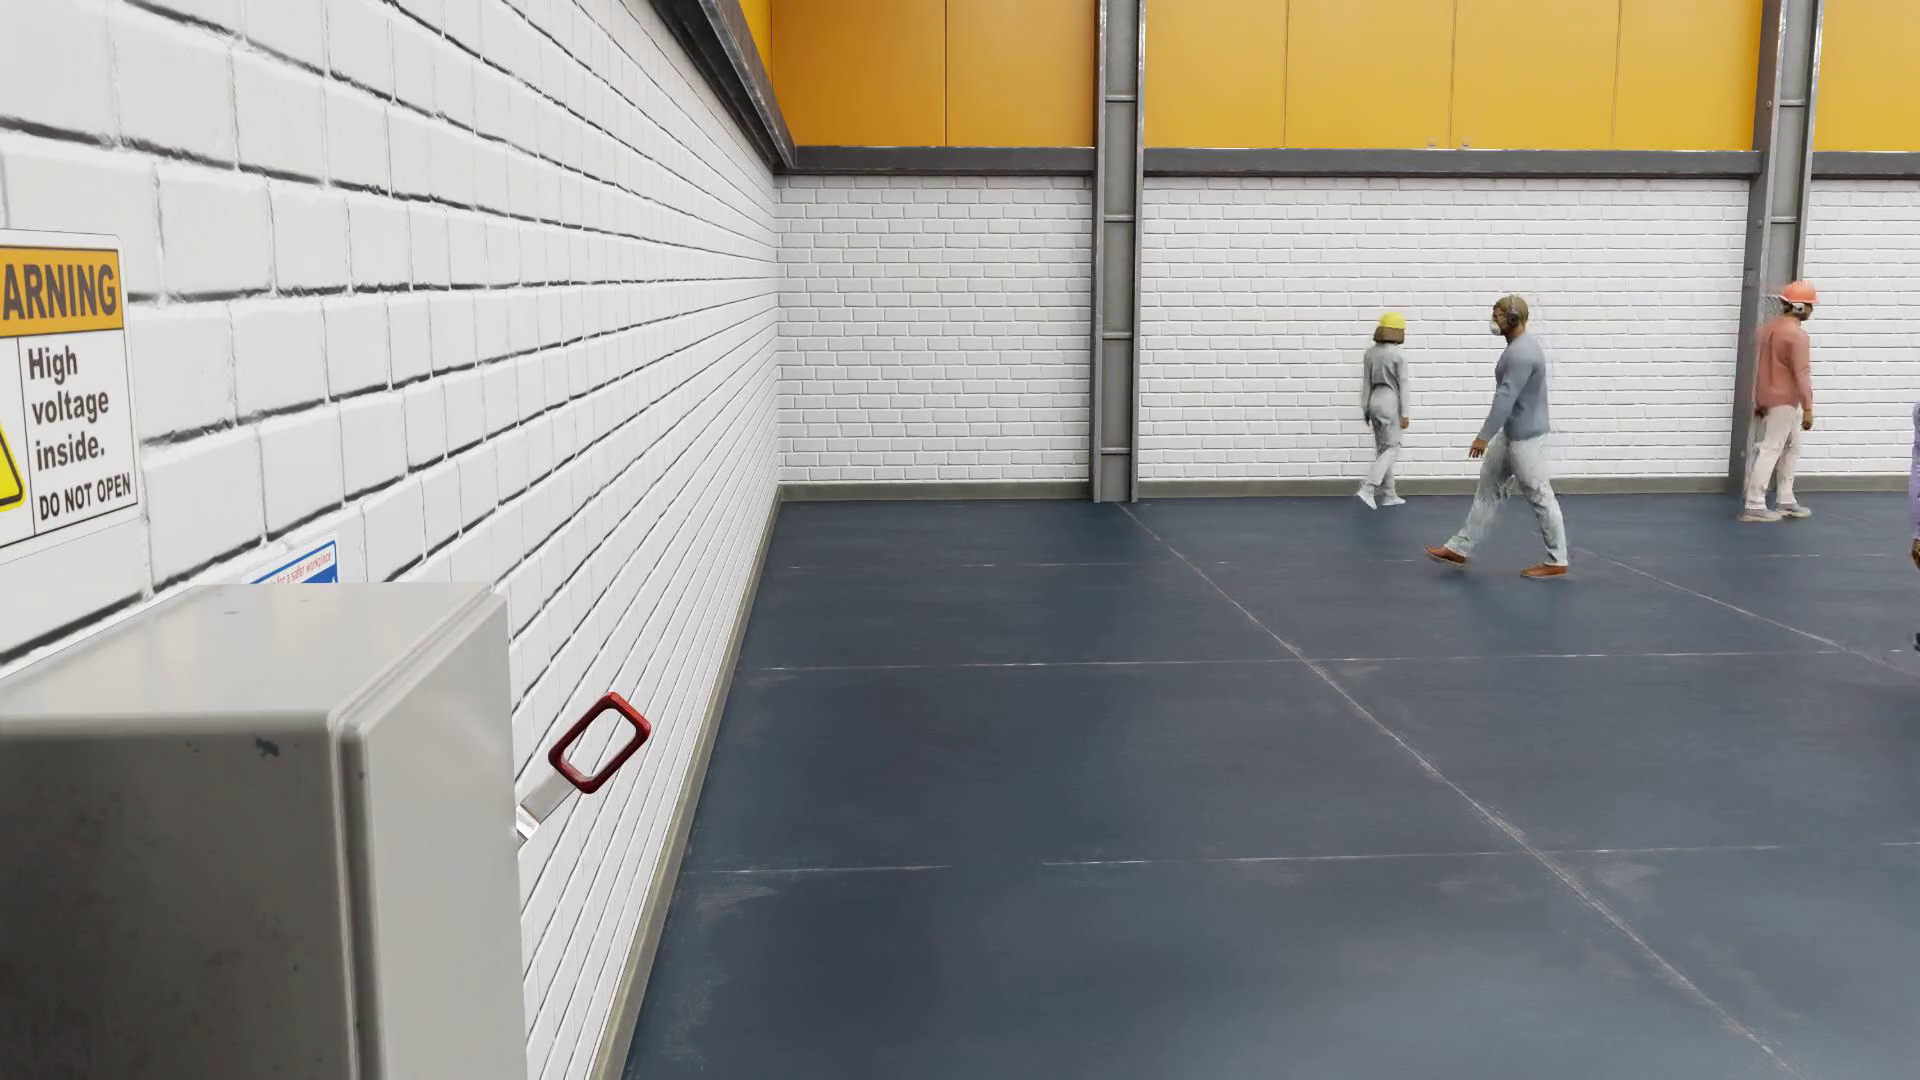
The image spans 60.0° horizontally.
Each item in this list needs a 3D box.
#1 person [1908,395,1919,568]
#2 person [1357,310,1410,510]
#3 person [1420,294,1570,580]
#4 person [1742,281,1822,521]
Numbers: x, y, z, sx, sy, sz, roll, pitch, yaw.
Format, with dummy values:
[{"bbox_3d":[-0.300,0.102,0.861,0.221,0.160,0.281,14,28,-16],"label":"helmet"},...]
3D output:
[{"bbox_3d":[4.483,-0.060,7.255,0.641,1.897,1.033,5,10,27],"label":"person"},{"bbox_3d":[3.682,-1.123,14.407,0.696,1.723,0.495,-6,11,-32],"label":"person"},{"bbox_3d":[3.615,-0.676,11.084,1.018,1.886,0.647,2,9,11],"label":"person"},{"bbox_3d":[6.813,-1.121,13.598,0.769,1.966,0.647,0,9,2],"label":"person"}]
